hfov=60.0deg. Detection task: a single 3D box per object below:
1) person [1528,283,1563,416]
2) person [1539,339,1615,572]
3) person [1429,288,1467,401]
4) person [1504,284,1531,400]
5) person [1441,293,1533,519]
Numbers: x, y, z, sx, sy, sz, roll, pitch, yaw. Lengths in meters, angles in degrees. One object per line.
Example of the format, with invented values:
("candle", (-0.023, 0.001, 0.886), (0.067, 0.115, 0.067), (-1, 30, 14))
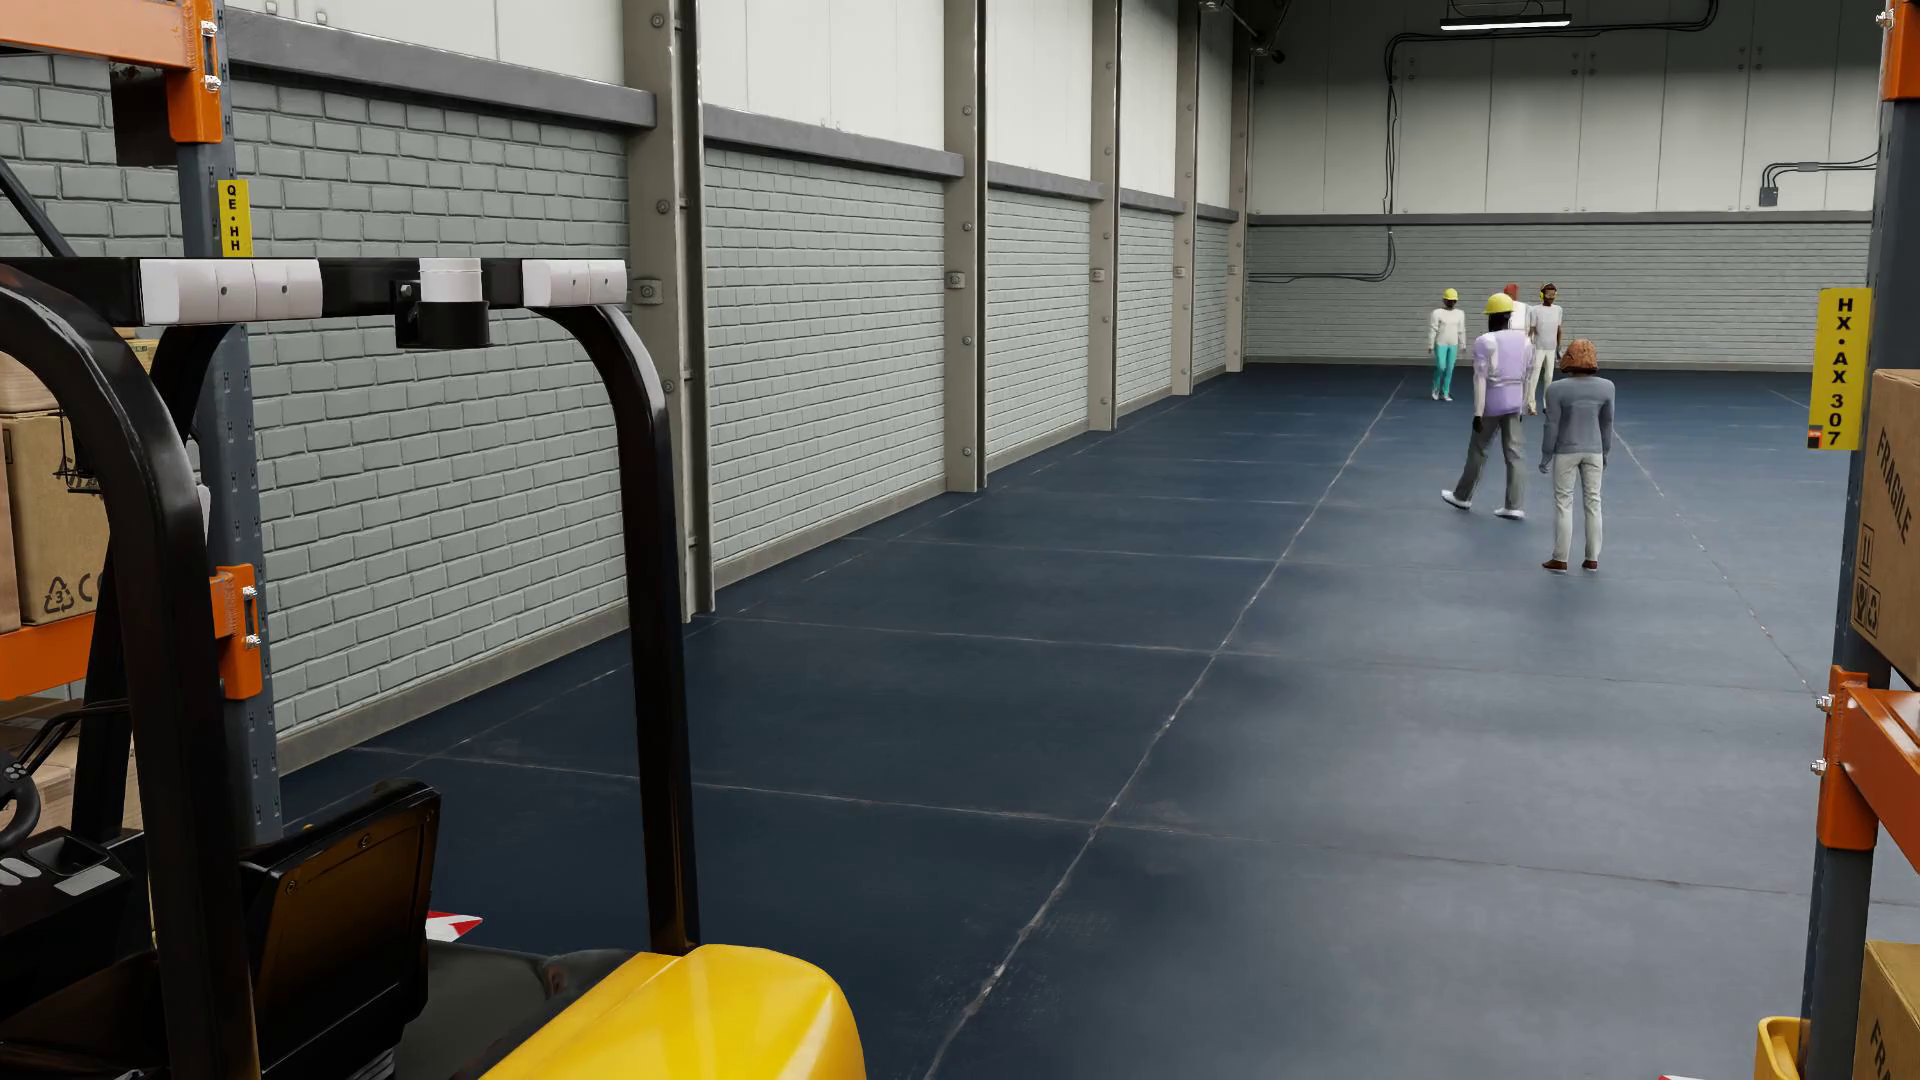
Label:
("person", (8.239, -2.676, 23.427), (0.509, 1.861, 0.312), (-2, 10, -12))
("person", (4.306, -0.585, 11.628), (0.498, 1.634, 0.283), (0, 10, -3))
("person", (7.558, -3.018, 25.784), (0.548, 1.750, 0.389), (-2, 10, -10))
("person", (8.474, -3.002, 25.464), (0.600, 1.837, 0.981), (-3, 10, -15))
("person", (4.542, -1.154, 14.237), (0.618, 1.885, 0.940), (-3, 10, -19))
